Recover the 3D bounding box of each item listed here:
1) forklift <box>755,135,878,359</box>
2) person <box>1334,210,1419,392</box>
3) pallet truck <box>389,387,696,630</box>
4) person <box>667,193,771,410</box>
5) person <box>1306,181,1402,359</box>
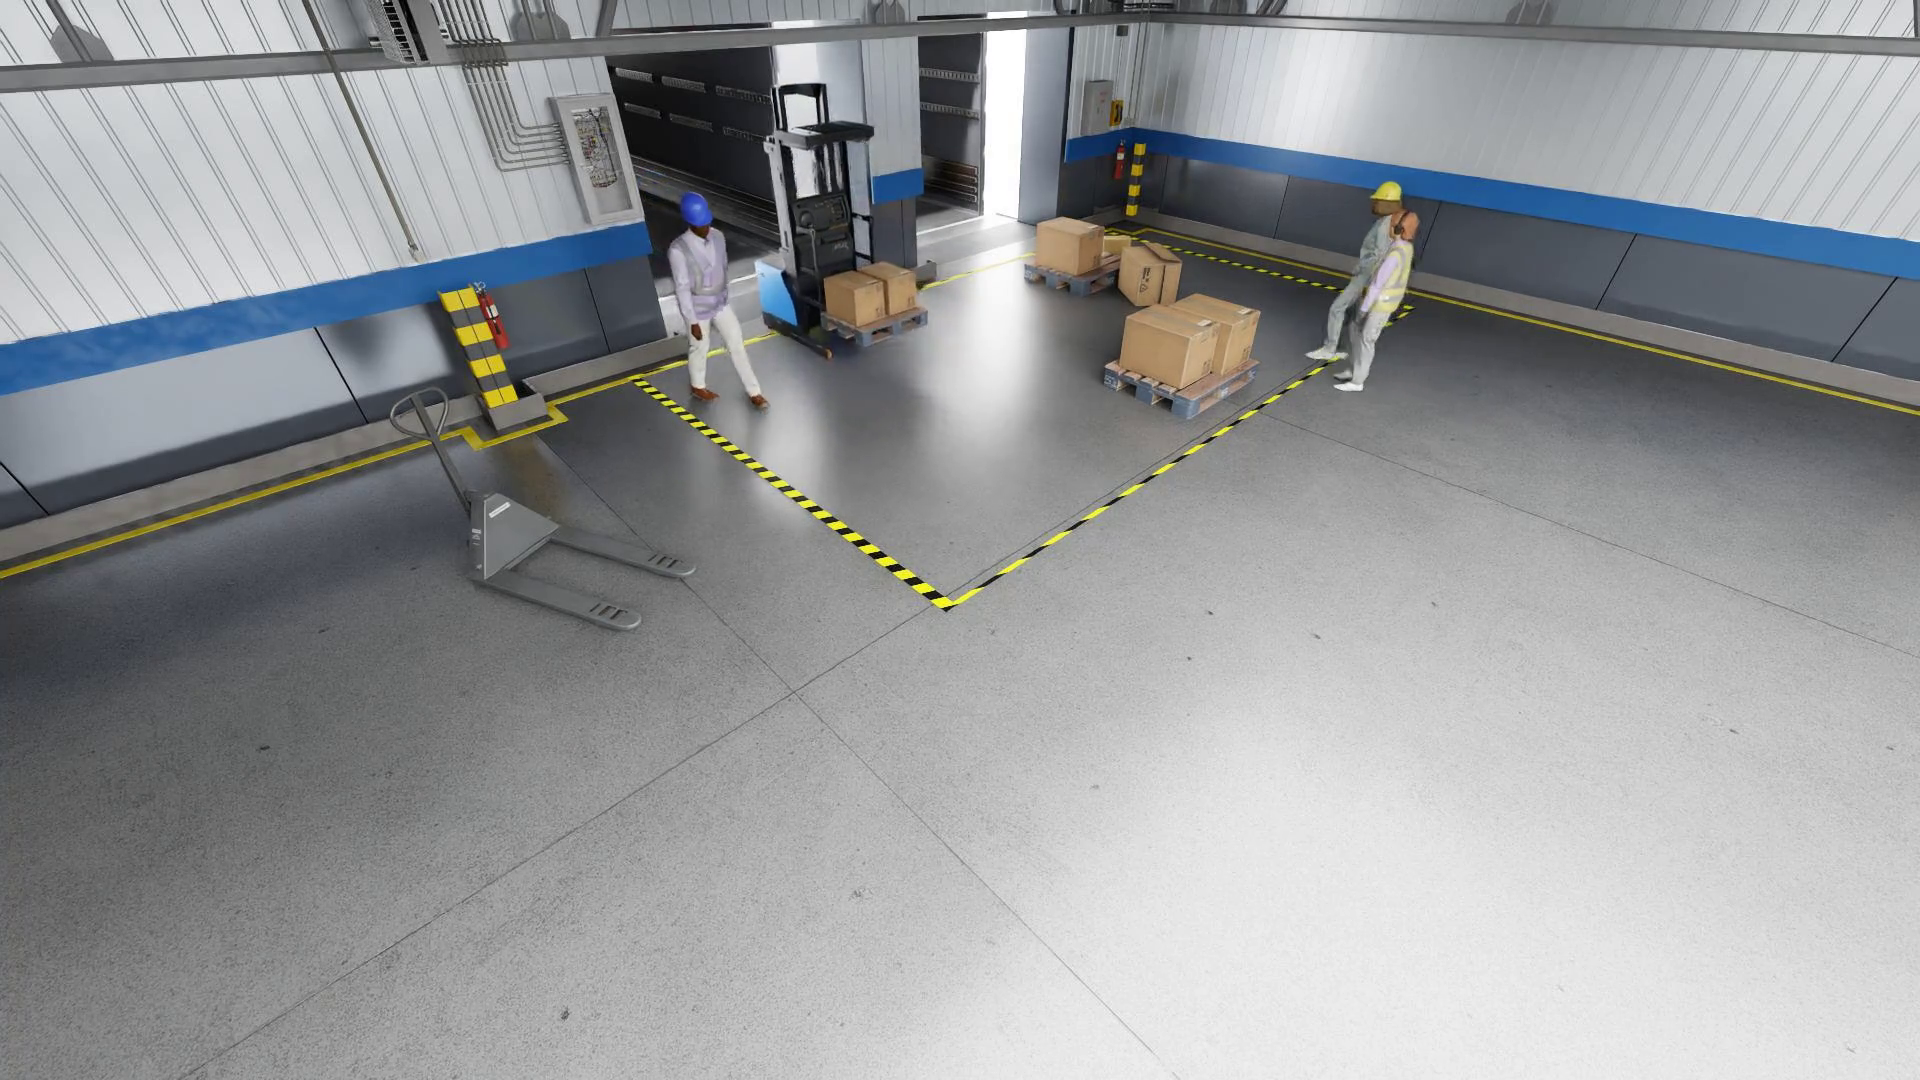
[{"bbox_3d":[-1.701,-3.201,7.761,0.716,2.013,0.776,-31,47,-33],"label":"forklift"},{"bbox_3d":[3.814,-2.132,6.713,0.365,1.630,0.547,21,43,25],"label":"person"},{"bbox_3d":[-2.613,-0.247,4.593,1.601,1.201,0.680,14,40,17],"label":"pallet truck"},{"bbox_3d":[-2.139,-1.991,6.312,0.973,1.888,0.636,23,43,26],"label":"person"},{"bbox_3d":[3.955,-2.598,7.236,0.543,1.724,0.506,19,41,23],"label":"person"}]
